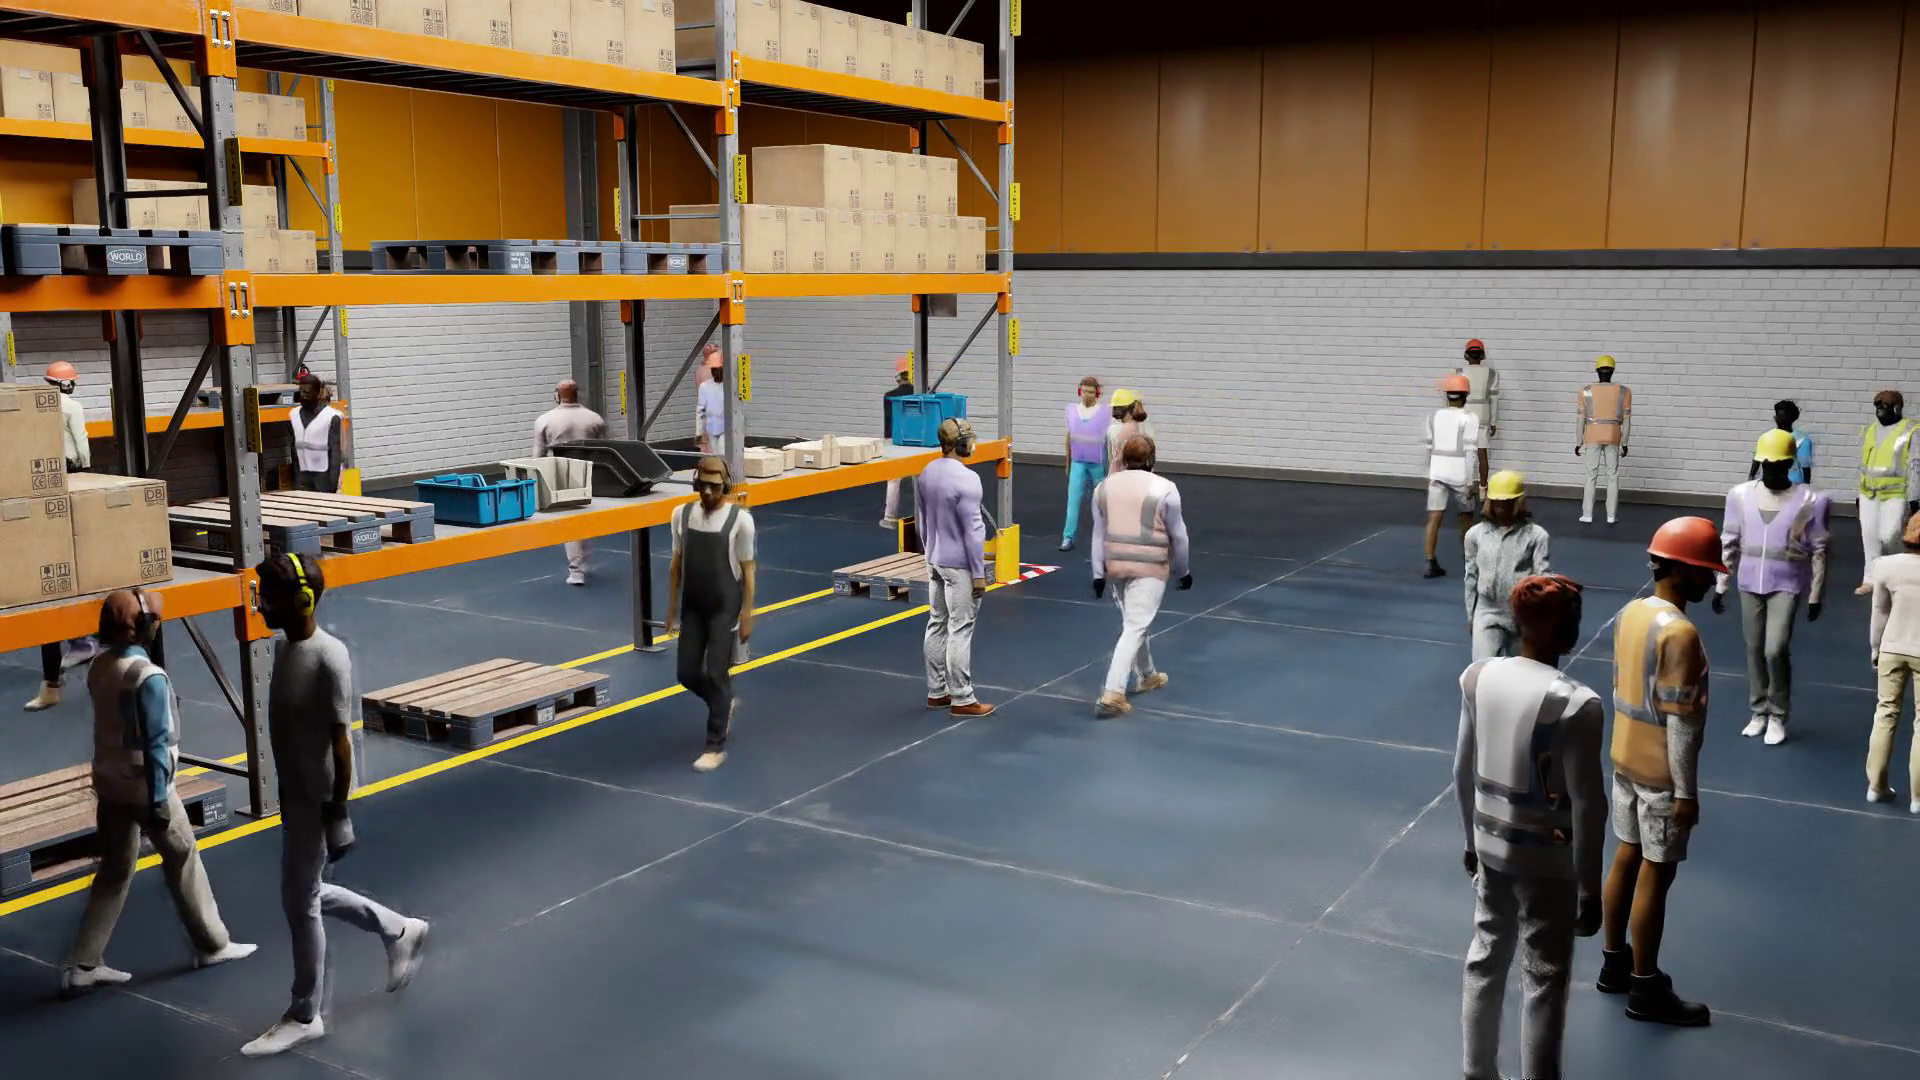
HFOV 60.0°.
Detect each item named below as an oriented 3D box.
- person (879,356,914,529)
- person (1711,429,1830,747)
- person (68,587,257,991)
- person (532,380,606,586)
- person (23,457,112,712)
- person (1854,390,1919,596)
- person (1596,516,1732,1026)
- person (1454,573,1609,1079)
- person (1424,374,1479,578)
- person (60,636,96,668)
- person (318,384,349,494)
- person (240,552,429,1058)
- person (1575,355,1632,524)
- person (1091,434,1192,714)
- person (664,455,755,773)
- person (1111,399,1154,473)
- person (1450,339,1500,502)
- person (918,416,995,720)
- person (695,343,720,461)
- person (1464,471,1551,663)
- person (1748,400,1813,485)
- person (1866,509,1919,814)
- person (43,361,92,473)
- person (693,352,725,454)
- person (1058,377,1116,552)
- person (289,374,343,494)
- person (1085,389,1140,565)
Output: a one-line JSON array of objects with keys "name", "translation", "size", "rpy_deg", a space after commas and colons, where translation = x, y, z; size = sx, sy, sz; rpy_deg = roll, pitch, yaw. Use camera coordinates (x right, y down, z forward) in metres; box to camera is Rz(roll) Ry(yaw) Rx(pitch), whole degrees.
[{"name": "person", "translation": [-0.551, -1.037, 18.205], "size": [0.639, 1.948, 1.031], "rpy_deg": [-5, 10, -29]}, {"name": "person", "translation": [4.879, 0.285, 10.058], "size": [0.587, 1.906, 0.589], "rpy_deg": [-8, 12, -41]}, {"name": "person", "translation": [-3.269, 0.996, 6.634], "size": [0.532, 1.622, 0.730], "rpy_deg": [6, 11, 35]}, {"name": "person", "translation": [-3.613, -0.542, 15.381], "size": [0.651, 1.857, 0.939], "rpy_deg": [-6, 11, -31]}, {"name": "person", "translation": [-5.845, 0.249, 11.031], "size": [0.536, 1.662, 0.831], "rpy_deg": [4, 10, 21]}, {"name": "person", "translation": [8.130, -0.402, 14.593], "size": [0.460, 1.829, 0.648], "rpy_deg": [-4, 10, -24]}, {"name": "person", "translation": [2.691, 0.867, 6.359], "size": [0.374, 1.930, 0.542], "rpy_deg": [0, 9, 0]}, {"name": "person", "translation": [1.864, 1.038, 5.445], "size": [0.352, 1.882, 0.601], "rpy_deg": [-5, 10, -27]}, {"name": "person", "translation": [4.671, -0.606, 15.665], "size": [0.942, 1.888, 0.574], "rpy_deg": [-9, 13, -44]}, {"name": "person", "translation": [-6.690, 0.048, 11.755], "size": [0.644, 1.843, 1.001], "rpy_deg": [6, 11, 35]}, {"name": "person", "translation": [-6.901, -0.870, 18.091], "size": [0.513, 1.642, 0.311], "rpy_deg": [1, 9, 5]}, {"name": "person", "translation": [-2.349, 0.941, 6.163], "size": [0.675, 1.851, 0.515], "rpy_deg": [-9, 12, -43]}, {"name": "person", "translation": [7.289, -1.134, 18.880], "size": [0.584, 1.918, 0.376], "rpy_deg": [2, 9, 14]}, {"name": "person", "translation": [1.145, 0.209, 10.921], "size": [0.618, 1.796, 1.003], "rpy_deg": [7, 12, 39]}, {"name": "person", "translation": [-1.417, 0.400, 9.596], "size": [0.536, 1.824, 0.530], "rpy_deg": [3, 10, 17]}, {"name": "person", "translation": [1.759, -0.634, 16.763], "size": [0.510, 1.590, 0.821], "rpy_deg": [5, 11, 31]}, {"name": "person", "translation": [6.386, -1.489, 20.749], "size": [0.609, 2.031, 0.408], "rpy_deg": [1, 9, 6]}, {"name": "person", "translation": [-0.038, 0.178, 10.643], "size": [0.353, 1.938, 0.640], "rpy_deg": [-6, 11, -33]}, {"name": "person", "translation": [-3.286, -1.666, 22.223], "size": [0.409, 1.913, 0.648], "rpy_deg": [-5, 10, -29]}, {"name": "person", "translation": [3.206, 0.433, 9.784], "size": [0.502, 1.701, 0.888], "rpy_deg": [4, 10, 21]}, {"name": "person", "translation": [7.853, -0.519, 15.889], "size": [0.912, 1.648, 0.524], "rpy_deg": [-4, 10, -25]}, {"name": "person", "translation": [5.062, 0.628, 8.805], "size": [0.277, 1.627, 0.497], "rpy_deg": [-7, 11, -37]}, {"name": "person", "translation": [-8.621, -0.725, 16.082], "size": [0.609, 1.996, 0.360], "rpy_deg": [4, 10, 23]}, {"name": "person", "translation": [-2.908, -1.277, 19.809], "size": [0.554, 1.905, 0.909], "rpy_deg": [4, 10, 22]}, {"name": "person", "translation": [1.347, -0.804, 17.273], "size": [0.593, 1.786, 0.974], "rpy_deg": [4, 10, 25]}, {"name": "person", "translation": [-6.104, -0.608, 15.678], "size": [0.613, 1.894, 0.620], "rpy_deg": [4, 10, 22]}, {"name": "person", "translation": [1.472, -0.559, 15.819], "size": [0.706, 1.745, 0.535], "rpy_deg": [2, 9, 12]}]
